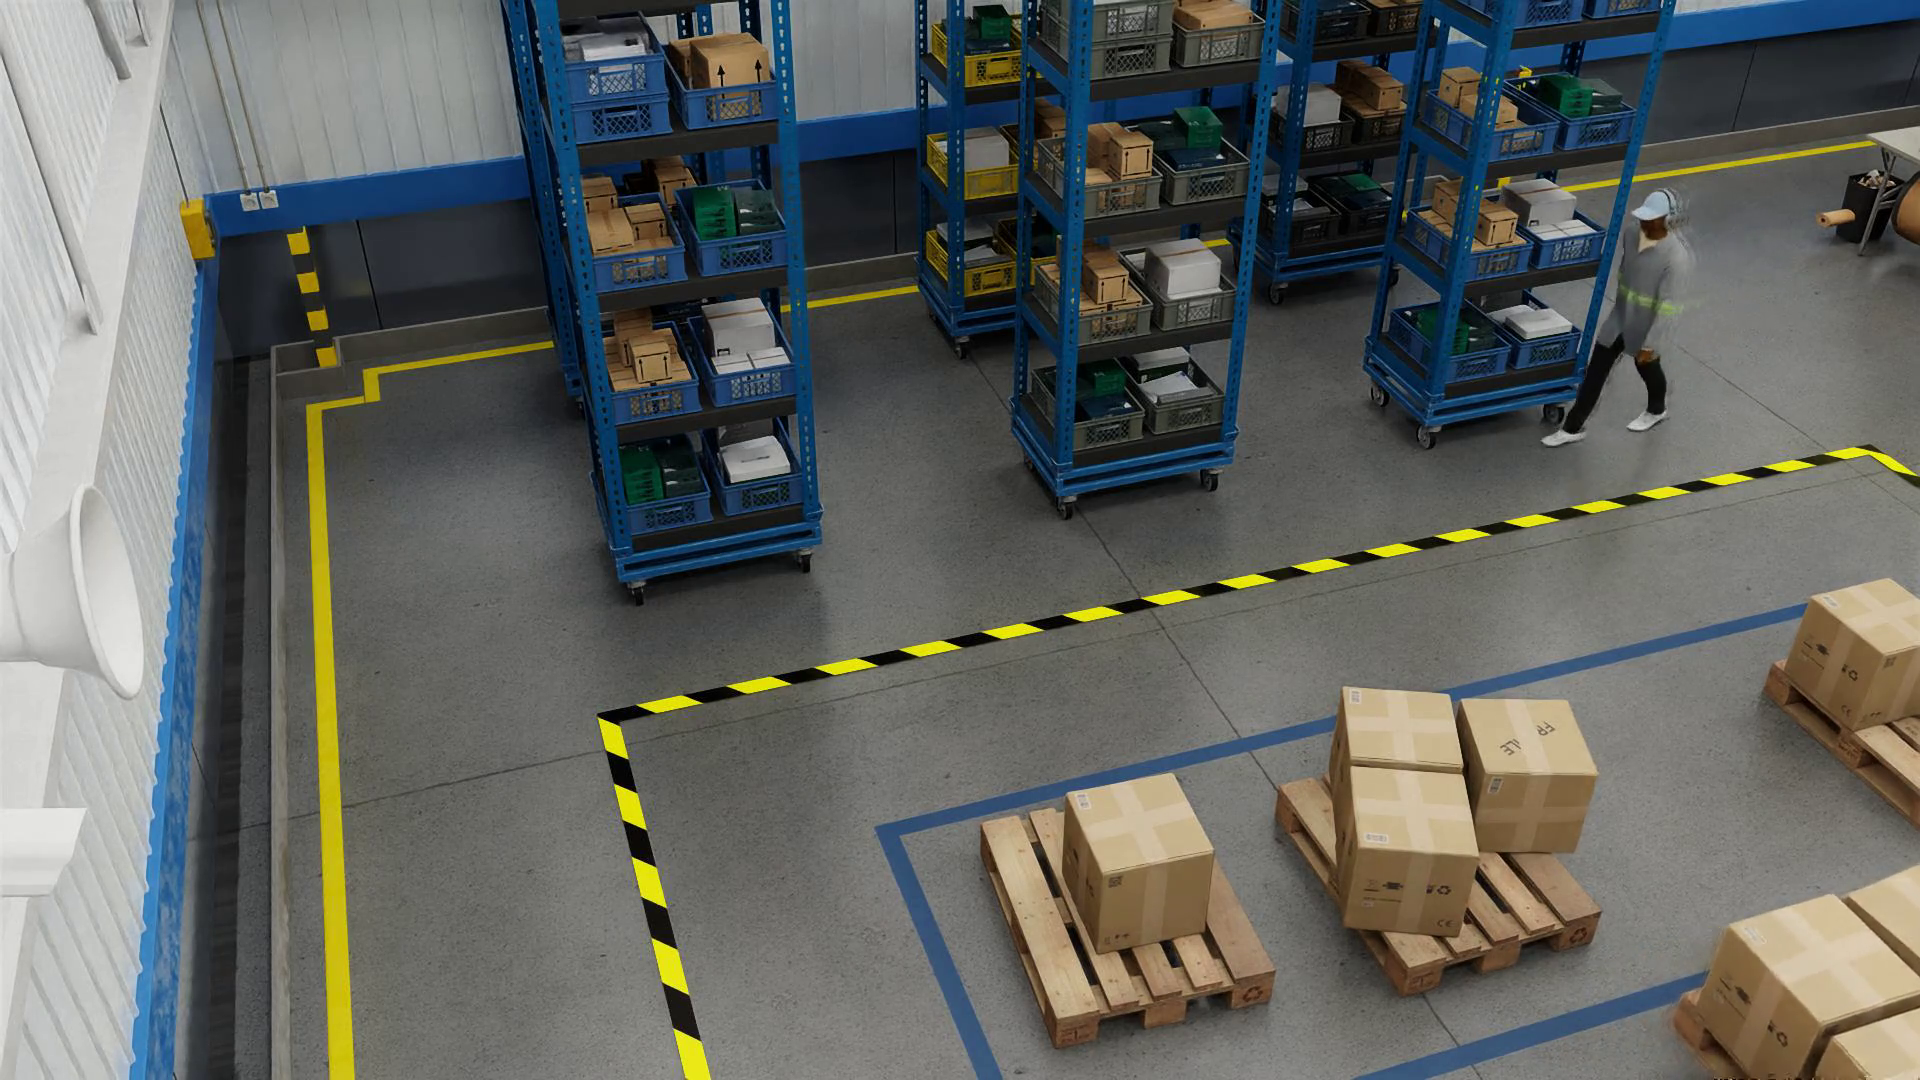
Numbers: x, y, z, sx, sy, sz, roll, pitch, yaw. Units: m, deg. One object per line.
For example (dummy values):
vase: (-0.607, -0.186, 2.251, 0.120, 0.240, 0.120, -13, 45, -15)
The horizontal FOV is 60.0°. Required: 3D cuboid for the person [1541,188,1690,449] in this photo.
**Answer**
person: (4.391, -1.430, 10.756, 0.981, 1.797, 0.598, -14, 37, -19)
